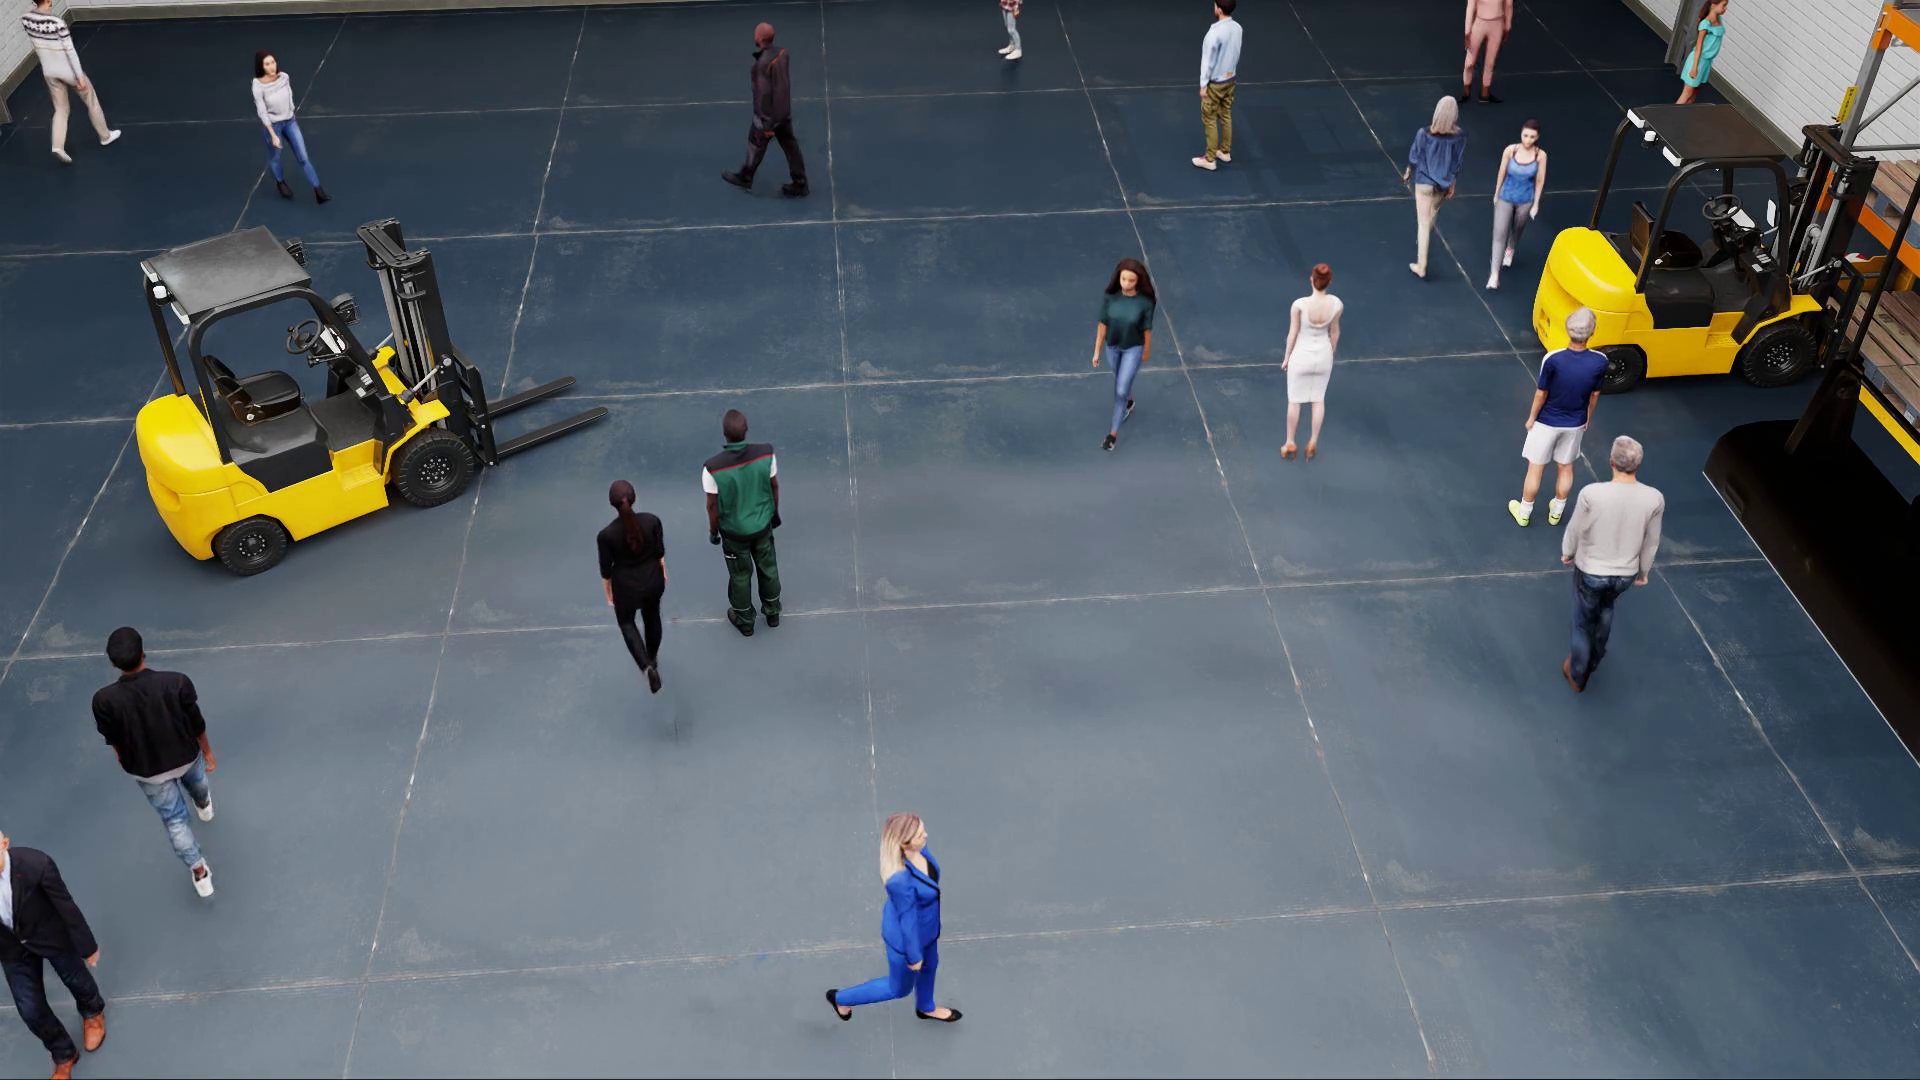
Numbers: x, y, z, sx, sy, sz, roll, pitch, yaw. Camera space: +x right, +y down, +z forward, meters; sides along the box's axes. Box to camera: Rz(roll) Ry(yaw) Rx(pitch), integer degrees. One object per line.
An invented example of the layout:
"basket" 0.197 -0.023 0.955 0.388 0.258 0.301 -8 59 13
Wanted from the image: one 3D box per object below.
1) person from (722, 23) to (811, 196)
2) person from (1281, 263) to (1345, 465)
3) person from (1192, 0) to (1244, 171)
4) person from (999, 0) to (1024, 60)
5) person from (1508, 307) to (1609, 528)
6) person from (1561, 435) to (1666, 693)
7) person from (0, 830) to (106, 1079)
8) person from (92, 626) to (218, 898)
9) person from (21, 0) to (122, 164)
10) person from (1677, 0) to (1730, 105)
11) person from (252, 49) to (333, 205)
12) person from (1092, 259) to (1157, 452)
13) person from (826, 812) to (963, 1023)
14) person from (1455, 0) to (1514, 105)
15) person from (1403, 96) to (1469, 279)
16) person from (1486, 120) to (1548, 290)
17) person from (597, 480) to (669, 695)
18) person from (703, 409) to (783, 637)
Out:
"person" -1.779 -4.266 16.664 1.124 1.793 1.211 14 41 17
"person" 2.745 -1.390 13.063 0.579 1.792 0.497 -1 39 -2
"person" 2.699 -4.762 17.274 0.761 1.806 0.796 -31 48 -33
"person" 0.611 -6.347 19.667 0.661 1.297 0.518 -13 41 -16
"person" 4.478 -0.892 12.409 0.653 1.831 0.580 1 39 1
"person" 4.254 0.255 10.933 0.731 1.879 0.715 2 39 2
"person" -4.856 2.045 8.771 0.801 1.780 0.862 -9 39 -11
"person" -4.636 1.319 9.692 1.060 1.766 1.304 -20 43 -23
"person" -9.436 -4.869 17.368 0.849 1.856 1.176 5 39 6
"person" 8.018 -5.187 18.005 0.689 1.558 0.637 31 48 33
"person" -6.867 -4.129 16.661 1.074 1.583 1.030 27 46 29
"person" 1.346 -1.584 13.483 0.966 1.571 1.176 17 41 20
"person" -0.370 2.071 8.819 0.776 1.681 0.948 2 39 3
"person" 5.896 -5.648 18.470 0.804 1.699 0.581 -5 39 -6
"person" 4.424 -3.248 15.507 0.762 1.645 1.152 1 39 1
"person" 5.186 -3.173 15.477 0.881 1.566 1.155 13 40 15
"person" -2.109 0.363 10.990 0.784 1.640 0.932 -18 42 -21
"person" -1.471 -0.115 11.428 0.765 1.839 0.740 -17 42 -20
